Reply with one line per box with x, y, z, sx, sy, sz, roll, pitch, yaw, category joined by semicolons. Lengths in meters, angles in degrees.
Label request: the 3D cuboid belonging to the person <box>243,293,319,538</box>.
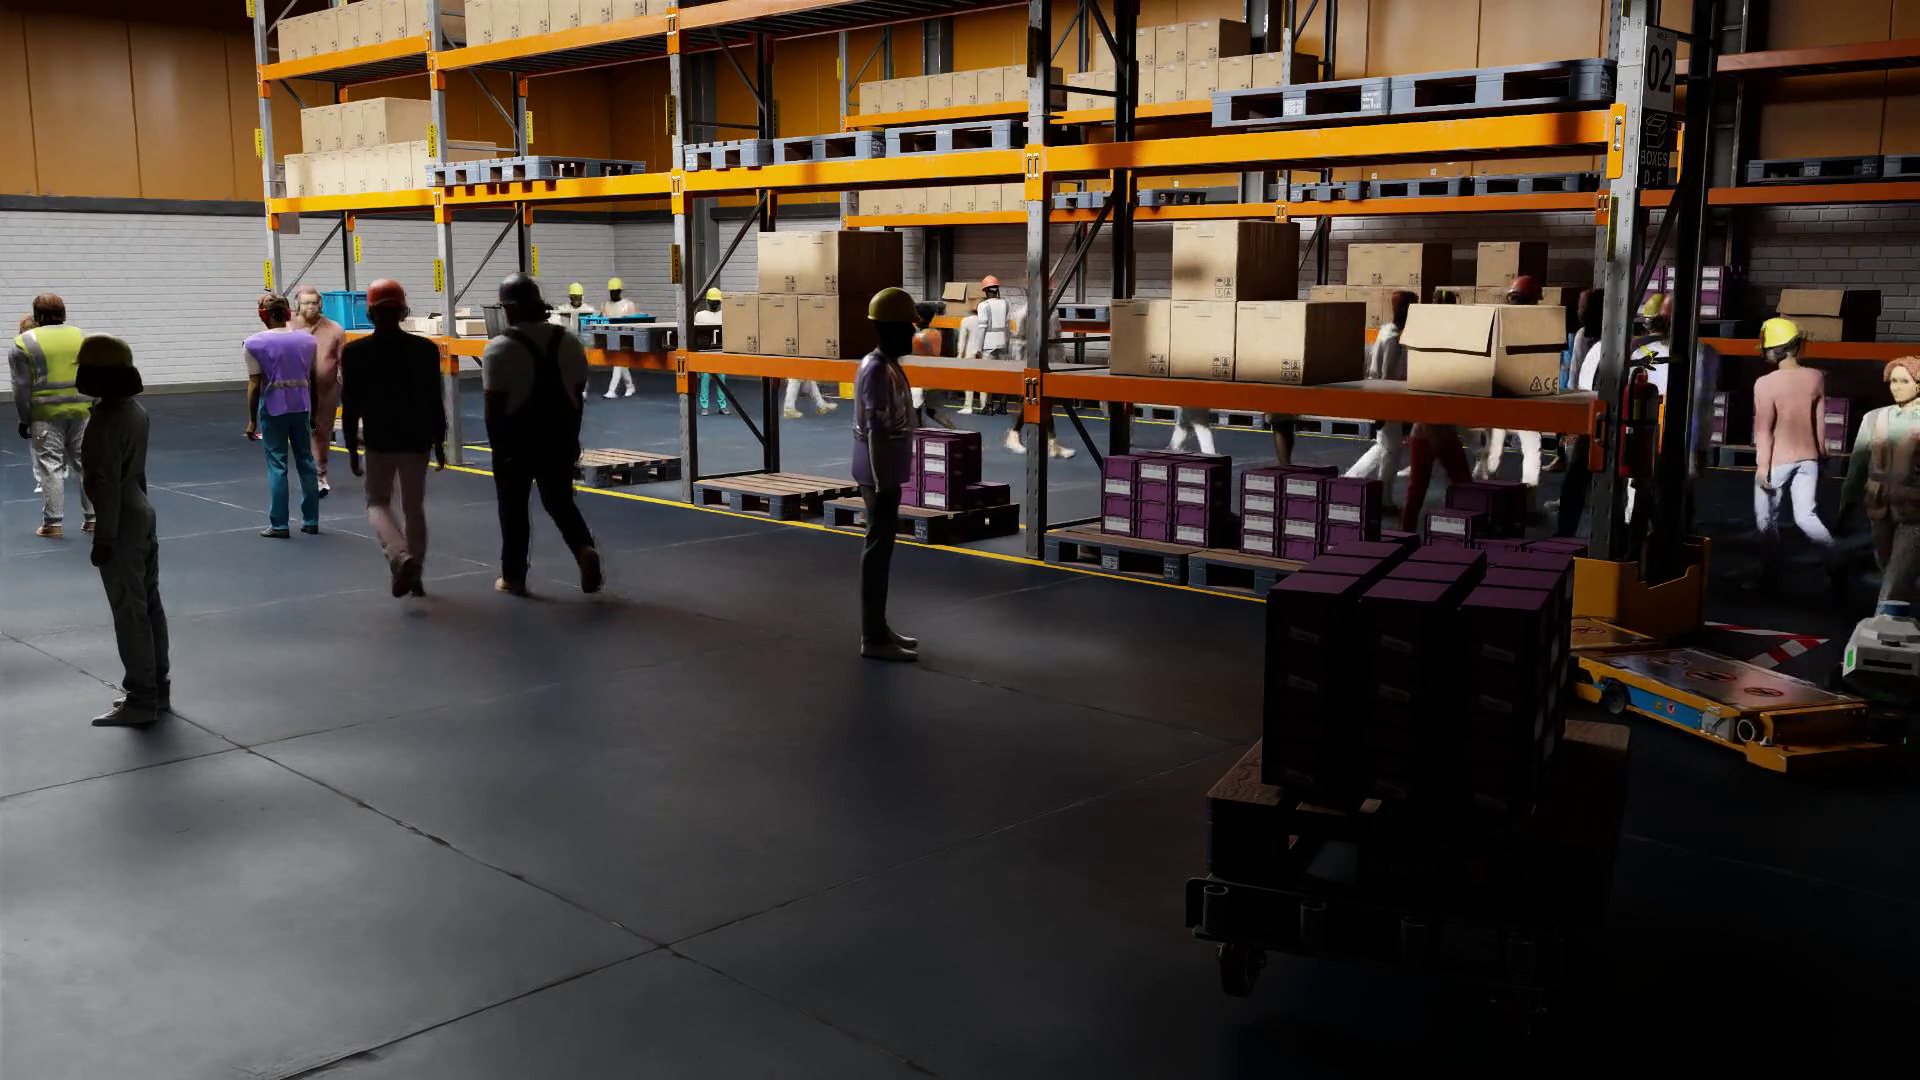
-5.082;-0.927;12.515;0.390;1.839;0.564;8;12;39;person

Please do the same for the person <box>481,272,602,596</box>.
-2.571;-0.643;10.153;0.690;2.000;0.767;-8;12;-40;person

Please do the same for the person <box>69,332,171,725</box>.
-3.760;-0.051;7.429;0.291;1.745;0.488;-2;9;-9;person

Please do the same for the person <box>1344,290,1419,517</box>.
3.395;-1.109;13.583;0.646;1.860;0.596;2;9;9;person

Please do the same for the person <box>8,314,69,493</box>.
-8.402;-1.265;15.251;0.498;1.620;0.590;-3;10;-20;person

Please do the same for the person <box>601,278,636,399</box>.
-5.359;-3.160;26.109;0.610;1.881;0.997;4;10;21;person

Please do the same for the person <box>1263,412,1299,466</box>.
2.925;-1.440;15.420;0.615;1.925;0.881;-2;10;-13;person

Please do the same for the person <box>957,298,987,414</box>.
0.216;-2.559;23.256;0.602;1.613;0.281;0;9;-2;person

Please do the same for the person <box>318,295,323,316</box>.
-9.995;-3.018;25.989;0.518;1.614;0.413;-2;10;-14;person

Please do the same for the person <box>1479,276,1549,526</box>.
4.388;-1.081;13.063;0.799;1.959;0.650;-8;12;-41;person

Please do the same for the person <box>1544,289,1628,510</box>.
5.193;-1.122;13.631;0.704;1.867;0.597;8;12;41;person

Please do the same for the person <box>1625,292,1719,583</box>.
4.547;-0.655;10.648;0.549;1.902;0.867;7;11;35;person

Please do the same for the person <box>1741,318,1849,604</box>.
5.039;-0.471;10.020;0.554;1.726;0.717;-2;10;-13;person

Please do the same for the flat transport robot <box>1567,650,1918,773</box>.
3.354;0.706;7.293;0.652;0.197;1.431;-3;10;-17;flat transport robot

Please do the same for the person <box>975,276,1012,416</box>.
0.443;-2.680;22.991;0.543;1.928;0.373;-7;11;-35;person

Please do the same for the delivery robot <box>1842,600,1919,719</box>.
4.119;0.510;7.342;0.477;0.478;0.707;6;11;32;delivery robot

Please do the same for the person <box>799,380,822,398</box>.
-2.313;-3.116;25.745;0.642;1.904;0.914;-5;10;-28;person

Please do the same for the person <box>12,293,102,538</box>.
-6.809;-0.938;12.572;0.429;1.844;0.627;8;12;40;person

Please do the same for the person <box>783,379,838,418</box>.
-2.032;-2.558;22.641;0.927;1.795;0.629;-4;10;-26;person

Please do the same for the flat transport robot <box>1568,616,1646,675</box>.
2.774;0.559;8.195;1.431;0.197;0.652;-3;10;-16;flat transport robot

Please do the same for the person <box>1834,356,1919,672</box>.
4.602;-0.105;8.214;0.811;1.593;0.531;-4;10;-26;person

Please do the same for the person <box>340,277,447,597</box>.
-3.401;-0.595;10.083;0.623;1.978;0.640;-6;11;-33;person

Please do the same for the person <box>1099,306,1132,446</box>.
1.800;-1.867;18.931;0.415;1.618;0.527;4;10;24;person

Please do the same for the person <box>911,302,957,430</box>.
-0.296;-1.683;17.628;0.609;1.678;0.533;5;11;29;person

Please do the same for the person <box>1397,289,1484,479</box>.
4.709;-1.492;16.008;0.926;1.836;0.532;3;10;20;person

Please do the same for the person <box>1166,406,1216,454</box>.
2.143;-1.530;16.027;0.976;1.893;0.660;8;12;40;person

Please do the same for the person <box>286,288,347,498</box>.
-5.764;-1.318;14.860;0.688;1.852;1.003;-6;11;-34;person

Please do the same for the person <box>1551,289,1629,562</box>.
4.254;-0.726;11.146;0.653;1.885;0.659;4;10;23;person

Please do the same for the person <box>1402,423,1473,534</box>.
3.303;-0.677;11.301;0.541;1.740;0.657;-7;12;-38;person

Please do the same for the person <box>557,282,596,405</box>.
-5.660;-2.896;24.629;0.597;1.819;0.439;-4;10;-21;person

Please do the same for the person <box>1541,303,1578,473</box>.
6.040;-1.497;16.450;0.470;1.683;0.547;2;9;10;person

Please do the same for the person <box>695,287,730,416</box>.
-3.397;-2.598;22.983;0.524;1.769;0.309;-5;10;-26;person

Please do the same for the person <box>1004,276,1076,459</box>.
0.836;-1.894;17.979;1.042;1.996;0.620;8;12;39;person

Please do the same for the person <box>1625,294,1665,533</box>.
5.251;-0.933;12.578;0.590;1.830;0.403;0;9;2;person

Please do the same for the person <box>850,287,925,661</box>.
-0.373;-0.346;8.683;0.388;1.927;0.589;0;9;1;person
